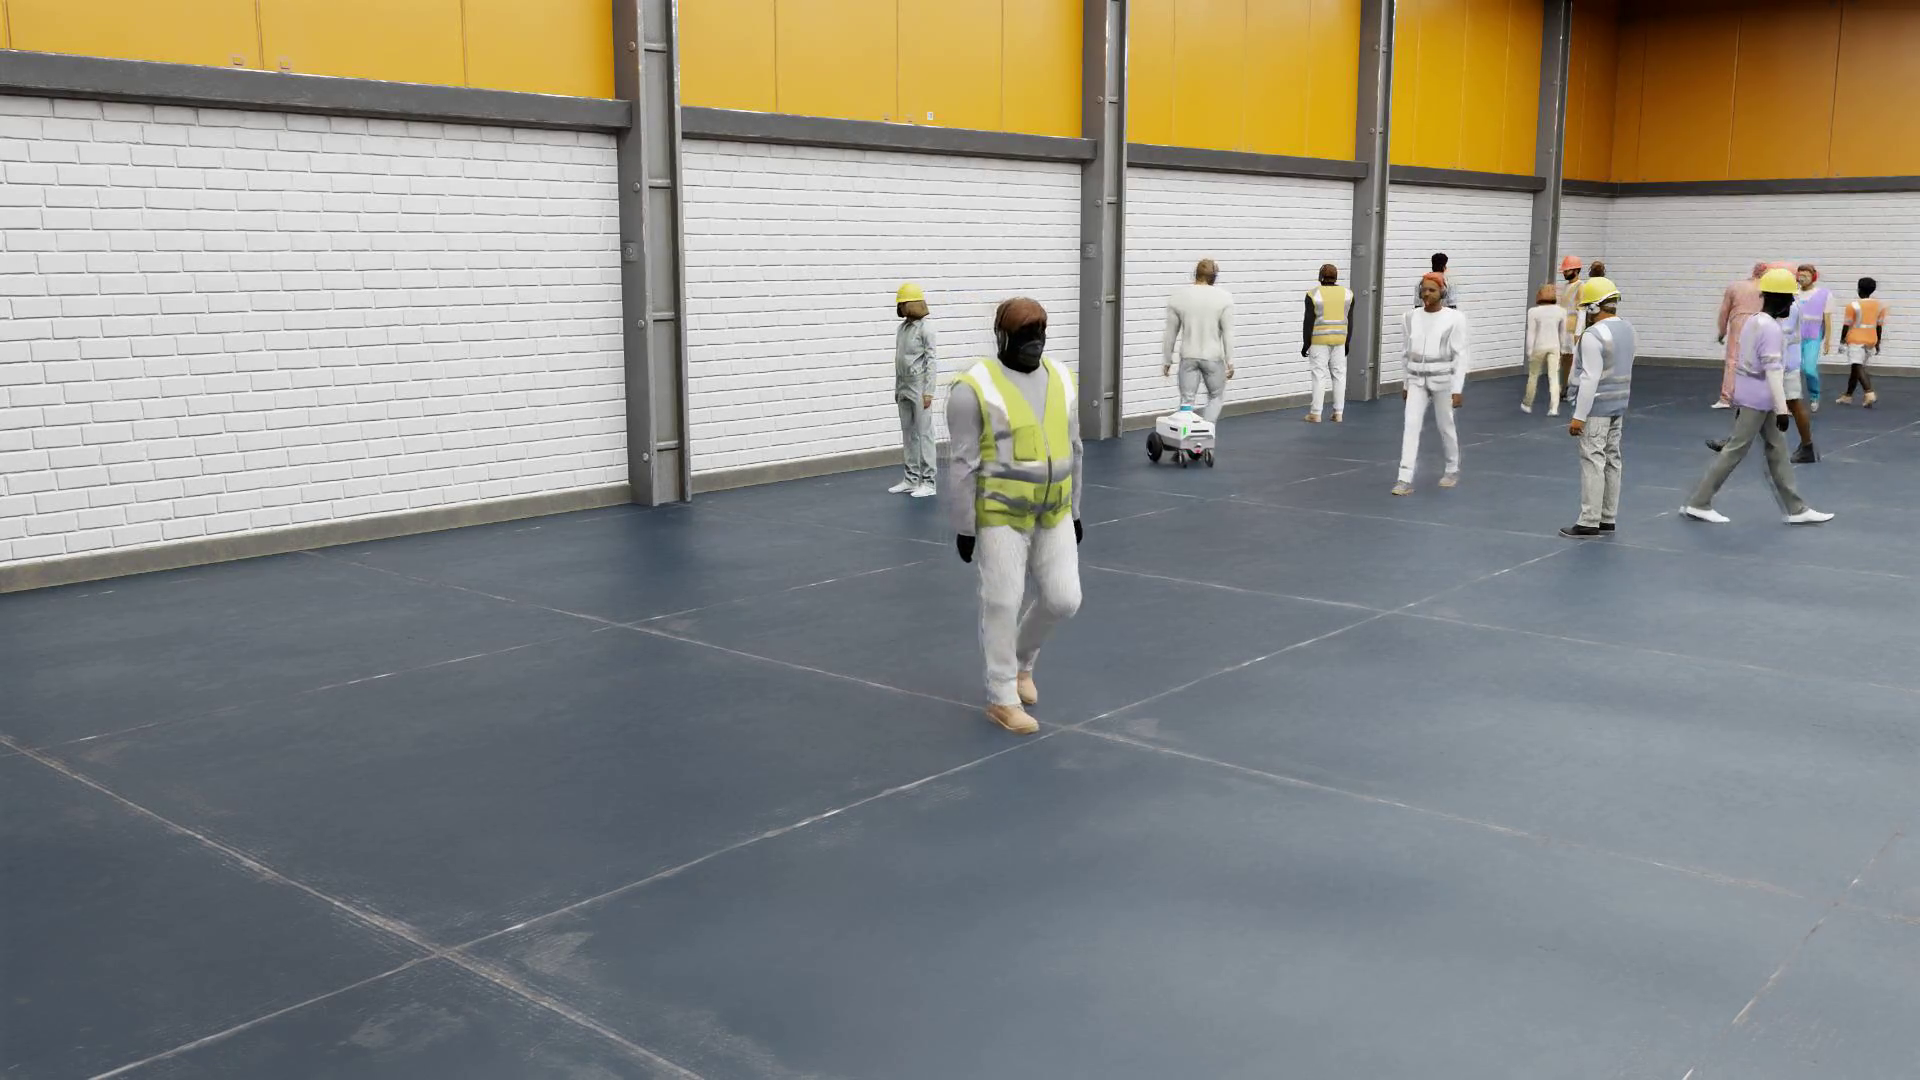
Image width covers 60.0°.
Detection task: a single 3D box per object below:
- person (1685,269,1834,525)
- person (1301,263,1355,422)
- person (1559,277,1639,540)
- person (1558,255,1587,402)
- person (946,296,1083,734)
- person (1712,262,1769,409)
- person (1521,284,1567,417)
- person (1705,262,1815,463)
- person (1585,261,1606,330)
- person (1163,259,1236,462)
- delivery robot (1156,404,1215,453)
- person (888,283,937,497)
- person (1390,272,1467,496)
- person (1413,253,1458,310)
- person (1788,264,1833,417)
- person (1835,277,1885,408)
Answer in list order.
[{"bbox_3d":[5.856,-1.028,12.119,1.010,1.873,0.611,4,11,19],"label":"person"},{"bbox_3d":[4.268,-2.290,19.384,0.619,1.845,0.430,-2,10,-12],"label":"person"},{"bbox_3d":[4.439,-0.911,11.594,0.588,1.822,0.403,-9,13,-40],"label":"person"},{"bbox_3d":[8.030,-2.775,21.914,0.379,1.930,0.541,-1,10,-7],"label":"person"},{"bbox_3d":[0.245,-0.101,6.959,0.644,1.828,0.445,-6,12,-30],"label":"person"},{"bbox_3d":[9.966,-2.573,21.028,0.720,1.846,0.876,5,11,29],"label":"person"},{"bbox_3d":[7.105,-2.304,20.190,0.522,1.584,0.872,0,10,0],"label":"person"},{"bbox_3d":[7.653,-1.664,15.698,0.999,1.878,0.564,2,10,10],"label":"person"},{"bbox_3d":[8.715,-2.900,22.848,0.507,1.847,0.343,2,10,9],"label":"person"},{"bbox_3d":[2.271,-1.697,15.790,0.725,1.915,0.523,4,11,20],"label":"person"},{"bbox_3d":[2.109,-1.028,15.593,0.477,0.478,0.707,-3,10,-16],"label":"delivery robot"},{"bbox_3d":[-0.391,-1.223,13.597,0.325,1.740,0.492,-7,12,-35],"label":"person"},{"bbox_3d":[3.950,-1.306,13.838,0.594,1.835,0.993,8,13,38],"label":"person"},{"bbox_3d":[6.459,-2.908,22.569,0.600,1.958,0.387,7,12,35],"label":"person"},{"bbox_3d":[10.145,-2.394,19.978,0.440,1.832,0.578,-8,13,-39],"label":"person"},{"bbox_3d":[11.510,-2.517,21.190,0.533,1.660,0.831,-2,10,-10],"label":"person"}]
